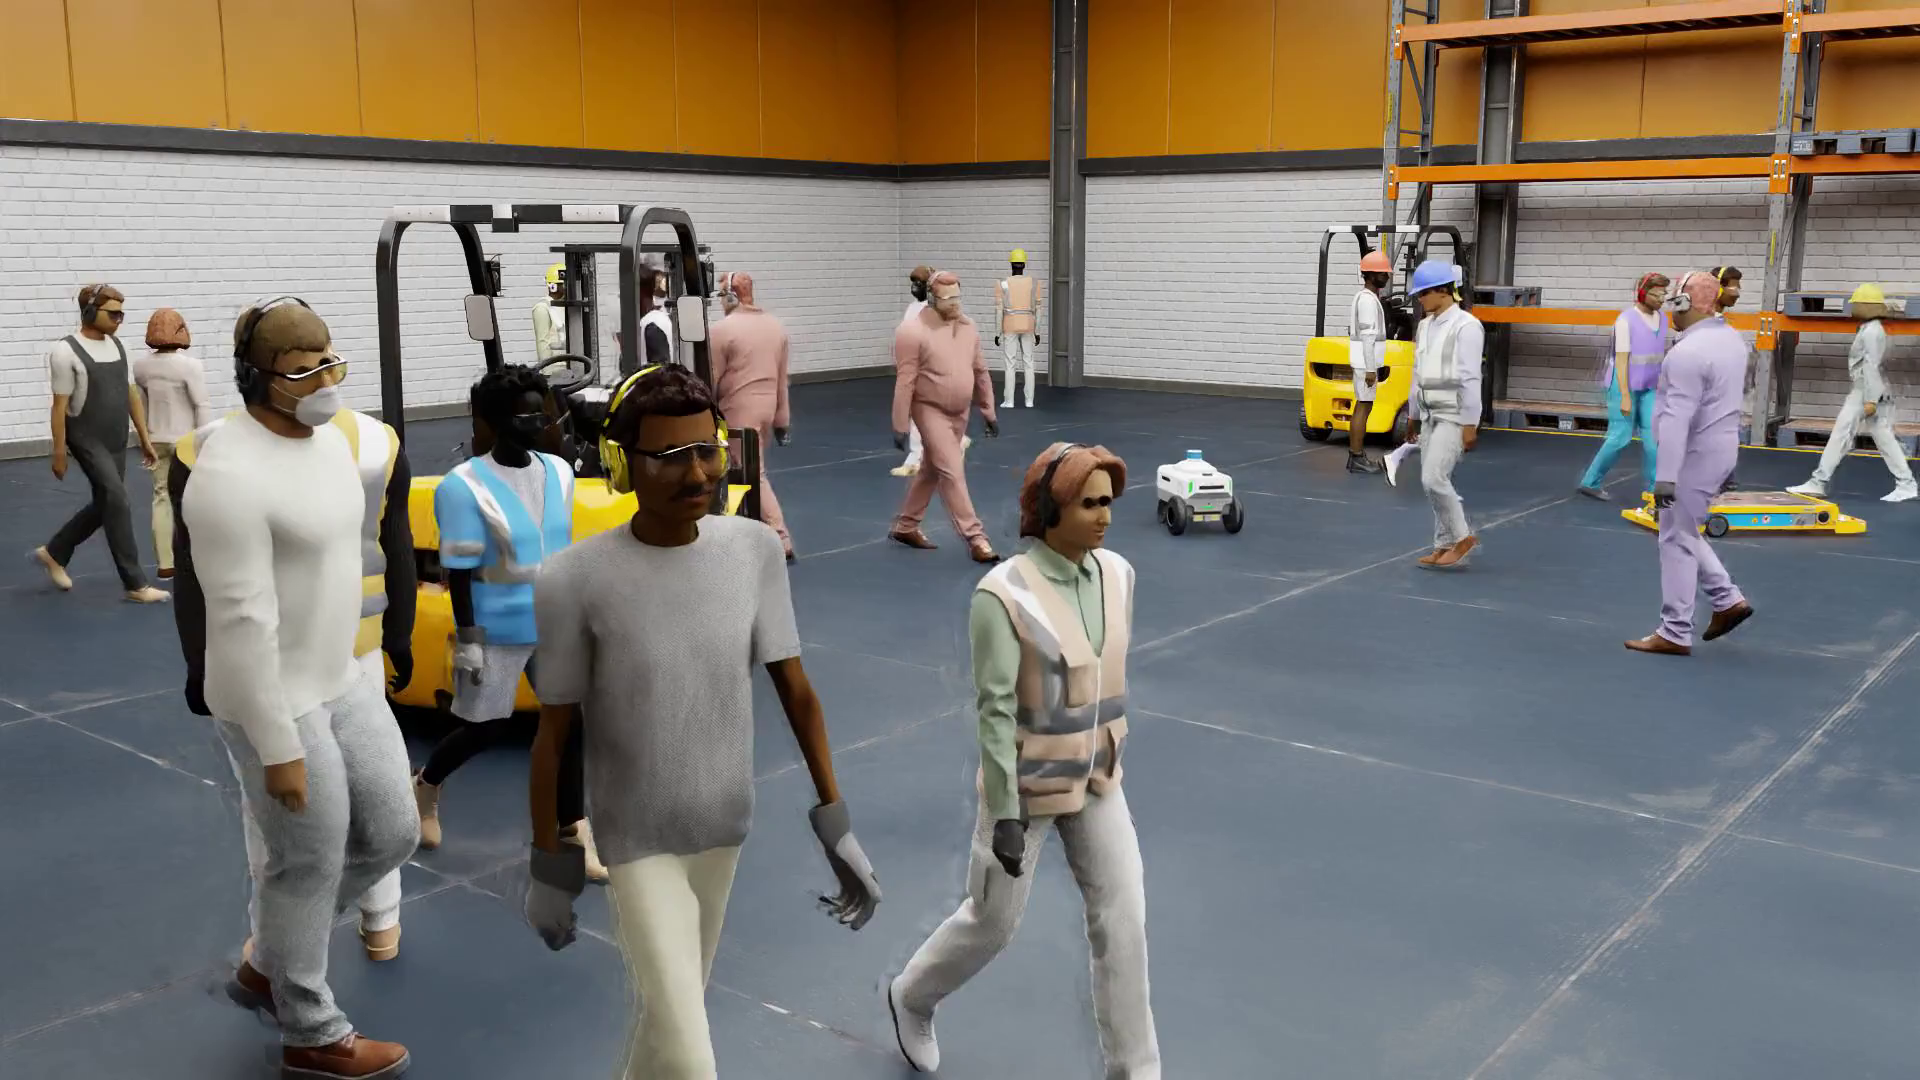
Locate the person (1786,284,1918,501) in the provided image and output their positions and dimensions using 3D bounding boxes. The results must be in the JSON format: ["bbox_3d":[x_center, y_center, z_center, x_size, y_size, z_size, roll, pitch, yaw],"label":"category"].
[{"bbox_3d":[7.093,-1.148,13.017,0.912,1.700,0.500,7,12,34],"label":"person"}]

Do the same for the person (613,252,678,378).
[{"bbox_3d":[-2.397,-1.342,13.135,1.035,2.000,0.690,9,14,42],"label":"person"}]

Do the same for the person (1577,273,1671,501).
[{"bbox_3d":[5.161,-1.142,12.724,0.649,1.796,0.823,-7,12,-35],"label":"person"}]

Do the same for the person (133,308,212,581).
[{"bbox_3d":[-4.667,-0.560,9.922,0.506,1.635,0.275,3,11,14],"label":"person"}]

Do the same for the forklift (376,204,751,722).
[{"bbox_3d":[-1.766,-0.406,7.525,1.214,2.155,2.313,1,10,7],"label":"forklift"}]

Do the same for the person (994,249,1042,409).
[{"bbox_3d":[0.697,-2.545,20.116,0.590,1.927,0.367,-2,10,-13],"label":"person"}]

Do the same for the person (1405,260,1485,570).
[{"bbox_3d":[2.948,-0.742,10.168,0.468,1.910,0.673,-3,11,-15],"label":"person"}]

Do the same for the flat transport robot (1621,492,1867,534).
[{"bbox_3d":[5.498,-0.198,11.701,1.431,0.197,0.652,0,10,-2],"label":"flat transport robot"}]

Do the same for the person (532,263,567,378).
[{"bbox_3d":[-3.596,-1.567,14.982,0.403,1.825,0.593,3,11,16],"label":"person"}]

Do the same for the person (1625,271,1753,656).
[{"bbox_3d":[3.615,-0.364,8.156,0.471,1.884,0.730,9,14,42],"label":"person"}]

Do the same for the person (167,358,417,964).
[{"bbox_3d":[-1.818,0.301,4.588,0.635,1.840,0.429,-7,12,-34],"label":"person"}]

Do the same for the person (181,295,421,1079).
[{"bbox_3d":[-1.518,0.392,3.877,0.434,1.912,0.643,0,10,2],"label":"person"}]

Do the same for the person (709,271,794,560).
[{"bbox_3d":[-1.408,-0.795,10.685,0.998,1.842,0.657,6,12,32],"label":"person"}]

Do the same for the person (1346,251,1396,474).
[{"bbox_3d":[3.594,-1.549,14.565,0.360,1.935,0.552,2,10,8],"label":"person"}]

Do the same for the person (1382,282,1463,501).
[{"bbox_3d":[3.675,-1.191,13.137,0.680,1.743,0.526,8,13,38],"label":"person"}]

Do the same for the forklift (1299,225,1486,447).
[{"bbox_3d":[4.449,-2.115,16.993,1.214,2.155,2.313,8,13,38],"label":"forklift"}]

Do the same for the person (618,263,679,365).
[{"bbox_3d":[-1.876,-0.753,10.283,0.498,1.891,0.624,-2,10,-11],"label":"person"}]

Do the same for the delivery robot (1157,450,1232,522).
[{"bbox_3d":[1.649,-0.391,11.724,0.477,0.478,0.707,-2,11,-12],"label":"delivery robot"}]

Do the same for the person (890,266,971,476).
[{"bbox_3d":[-0.245,-1.478,14.517,0.802,1.819,0.632,-6,12,-29],"label":"person"}]

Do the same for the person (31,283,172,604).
[{"bbox_3d":[-4.907,-0.536,9.346,0.871,1.806,0.519,2,11,13],"label":"person"}]

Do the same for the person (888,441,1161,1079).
[{"bbox_3d":[0.161,0.554,3.855,0.517,1.600,0.822,-10,14,-43],"label":"person"}]

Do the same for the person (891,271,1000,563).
[{"bbox_3d":[-0.102,-0.791,10.658,0.968,1.843,0.722,9,13,40],"label":"person"}]

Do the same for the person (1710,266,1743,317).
[{"bbox_3d":[5.280,-0.986,11.688,0.385,1.850,0.536,7,12,34],"label":"person"}]

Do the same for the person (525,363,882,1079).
[{"bbox_3d":[-0.487,0.583,3.098,0.513,1.818,0.968,-9,14,-41],"label":"person"}]

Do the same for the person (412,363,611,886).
[{"bbox_3d":[-1.481,0.256,5.321,0.782,1.666,0.532,7,12,35],"label":"person"}]
